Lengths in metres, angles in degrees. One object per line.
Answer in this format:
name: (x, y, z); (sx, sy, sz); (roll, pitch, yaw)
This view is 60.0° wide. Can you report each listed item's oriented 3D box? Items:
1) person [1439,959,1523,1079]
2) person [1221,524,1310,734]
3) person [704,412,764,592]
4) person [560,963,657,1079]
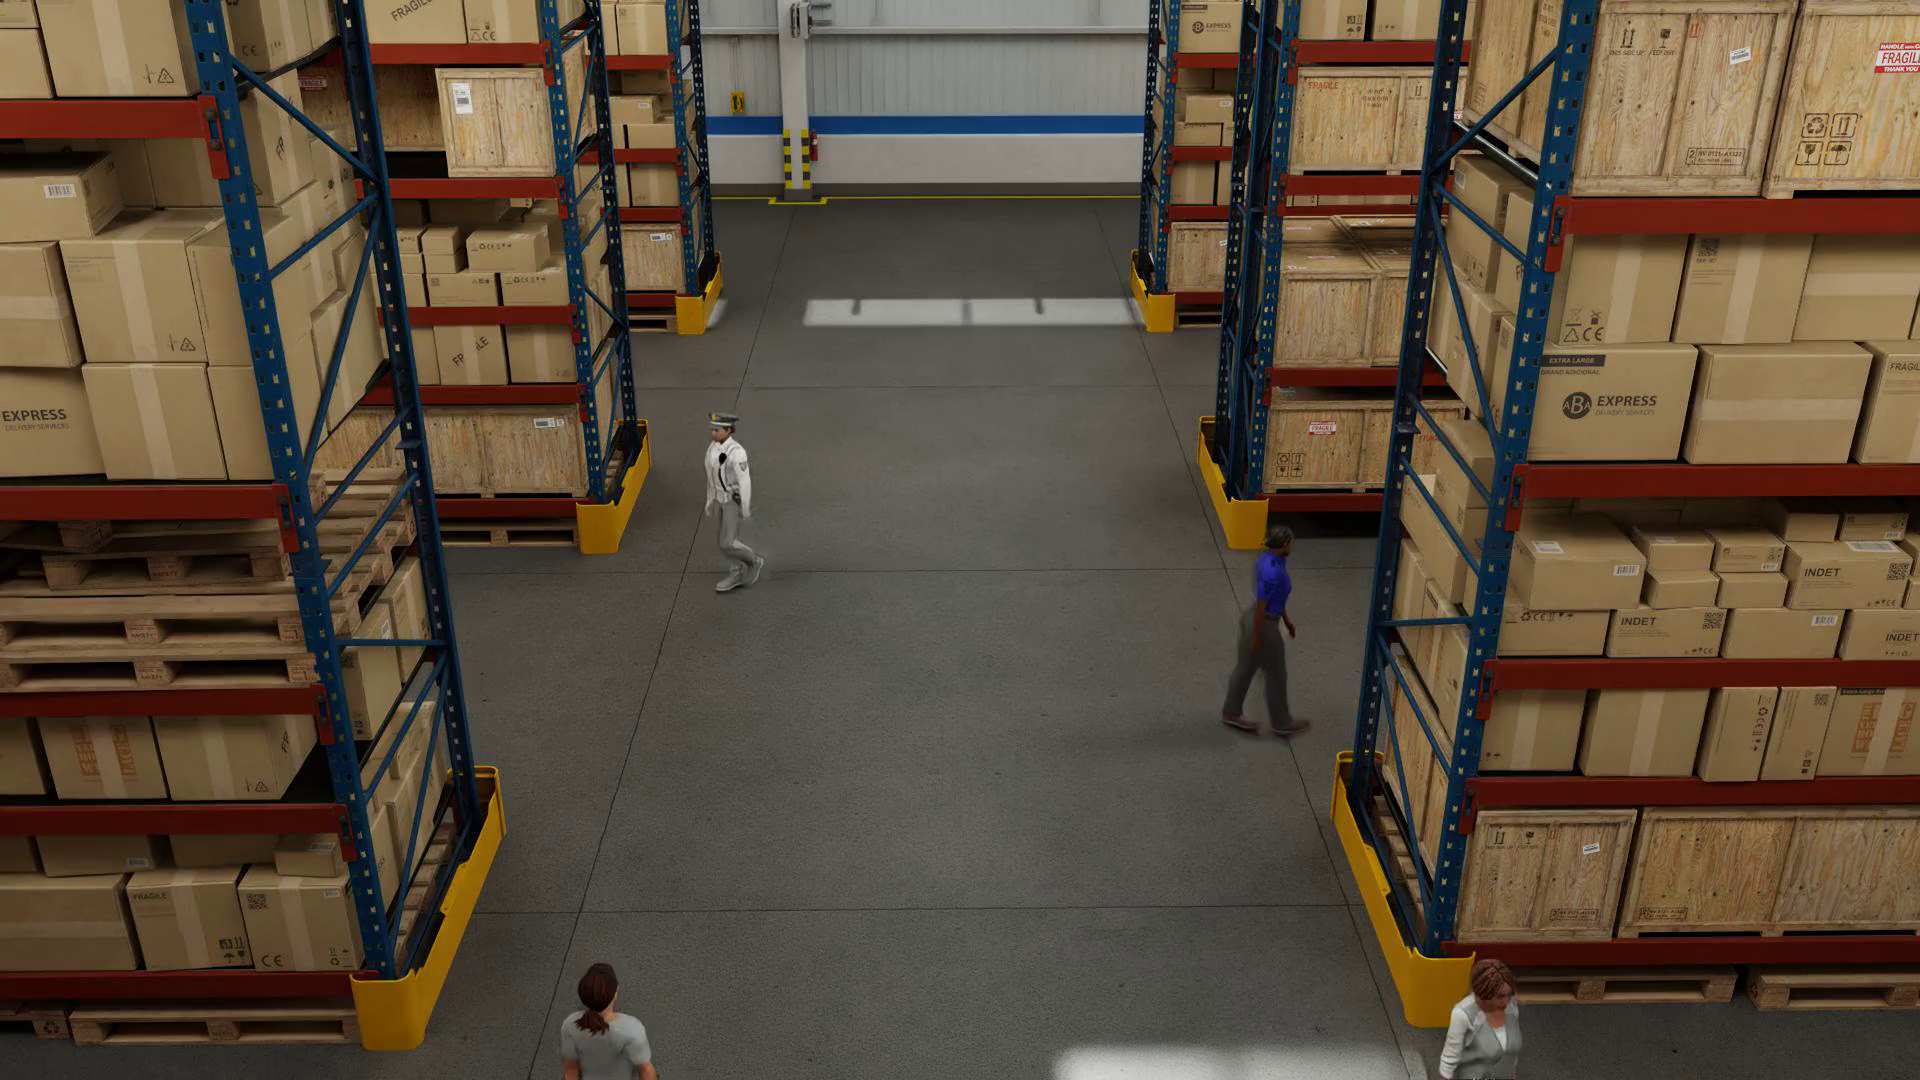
person: (2.544, 2.716, 8.253); (0.435, 1.614, 0.408); (-10, 27, -20)
person: (2.353, 0.665, 12.588); (0.662, 1.636, 0.500); (-1, 25, -1)
person: (-2.016, -0.344, 14.664); (0.452, 1.692, 0.492); (-20, 32, -36)
person: (-1.670, 2.725, 8.130); (0.446, 1.675, 0.442); (6, 26, 12)
